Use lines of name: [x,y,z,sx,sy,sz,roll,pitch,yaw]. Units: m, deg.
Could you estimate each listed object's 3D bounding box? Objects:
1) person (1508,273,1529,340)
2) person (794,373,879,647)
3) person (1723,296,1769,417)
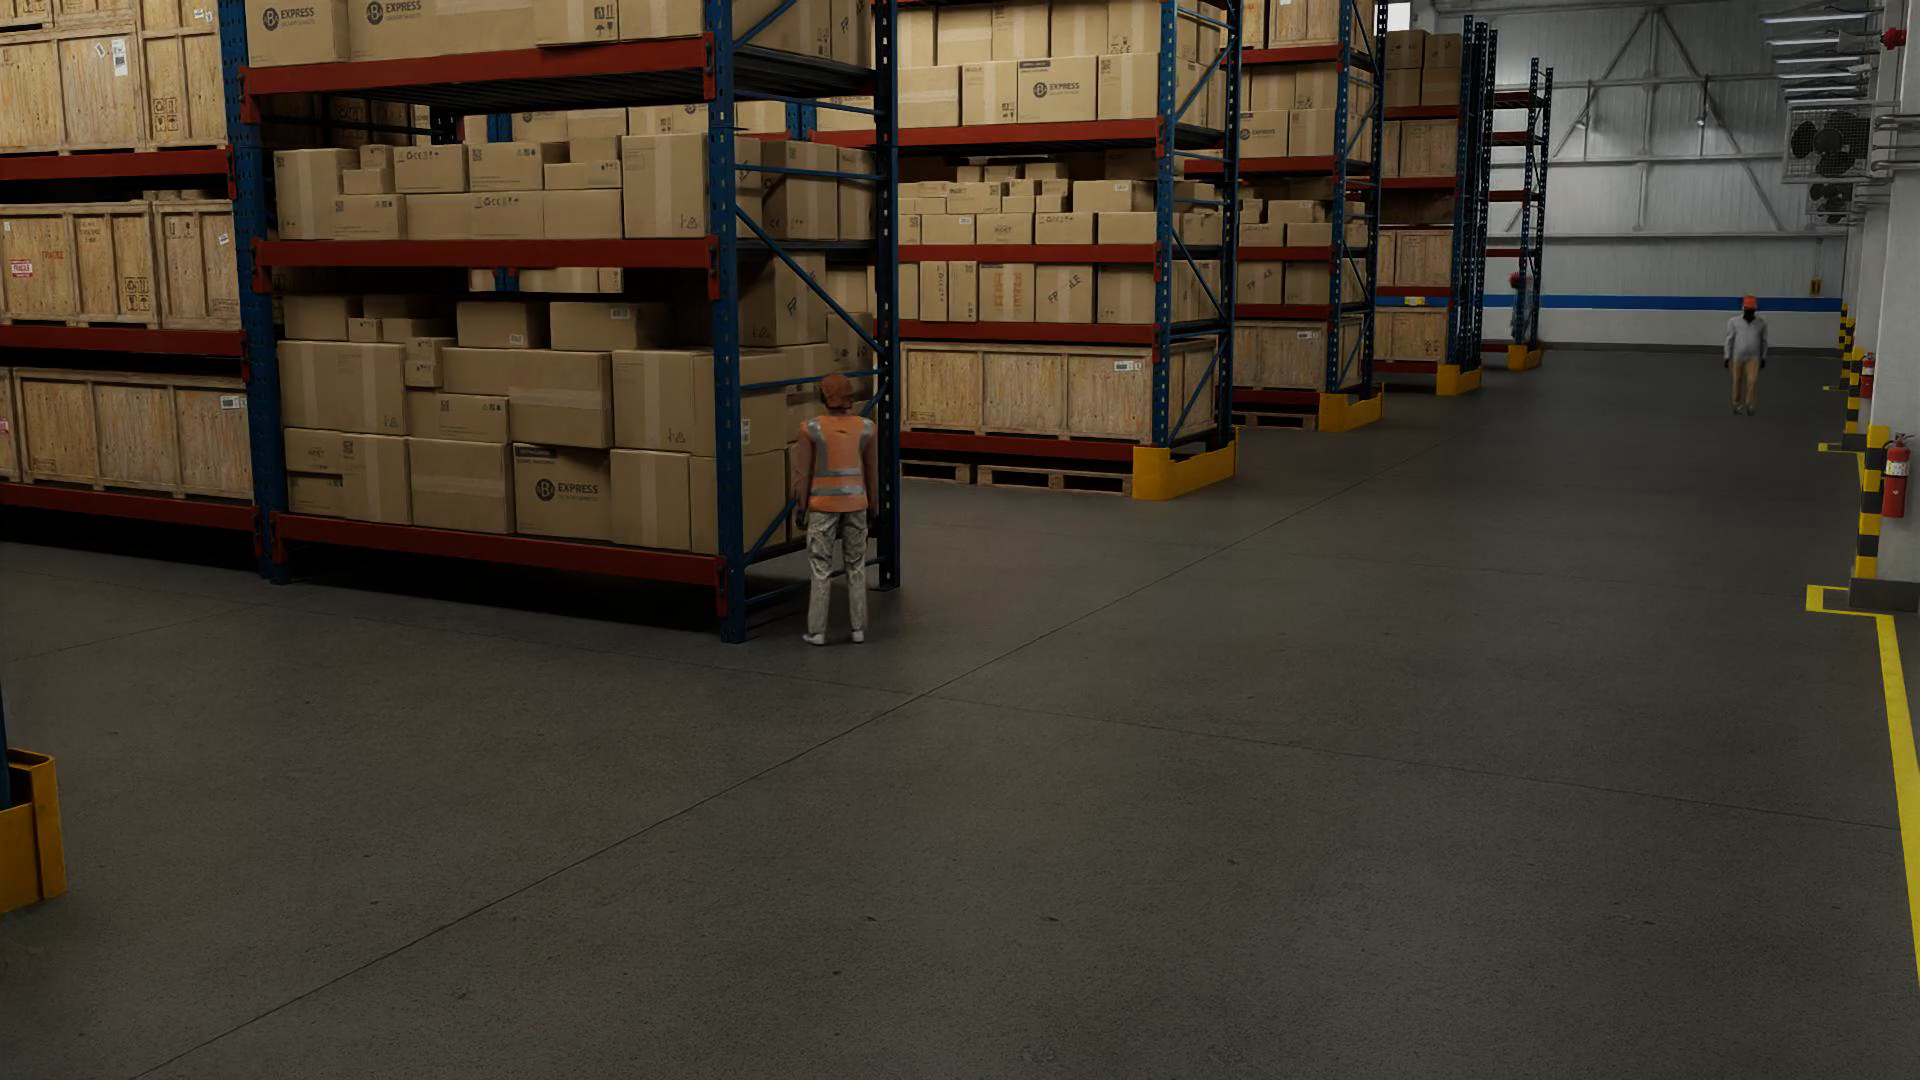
person: [11.930,-4.751,35.563,0.460,1.913,0.543,6,12,31]
person: [-0.725,-0.178,9.895,0.523,1.631,0.318,-4,11,-23]
person: [11.218,-2.614,23.742,0.588,1.704,0.897,3,10,19]
